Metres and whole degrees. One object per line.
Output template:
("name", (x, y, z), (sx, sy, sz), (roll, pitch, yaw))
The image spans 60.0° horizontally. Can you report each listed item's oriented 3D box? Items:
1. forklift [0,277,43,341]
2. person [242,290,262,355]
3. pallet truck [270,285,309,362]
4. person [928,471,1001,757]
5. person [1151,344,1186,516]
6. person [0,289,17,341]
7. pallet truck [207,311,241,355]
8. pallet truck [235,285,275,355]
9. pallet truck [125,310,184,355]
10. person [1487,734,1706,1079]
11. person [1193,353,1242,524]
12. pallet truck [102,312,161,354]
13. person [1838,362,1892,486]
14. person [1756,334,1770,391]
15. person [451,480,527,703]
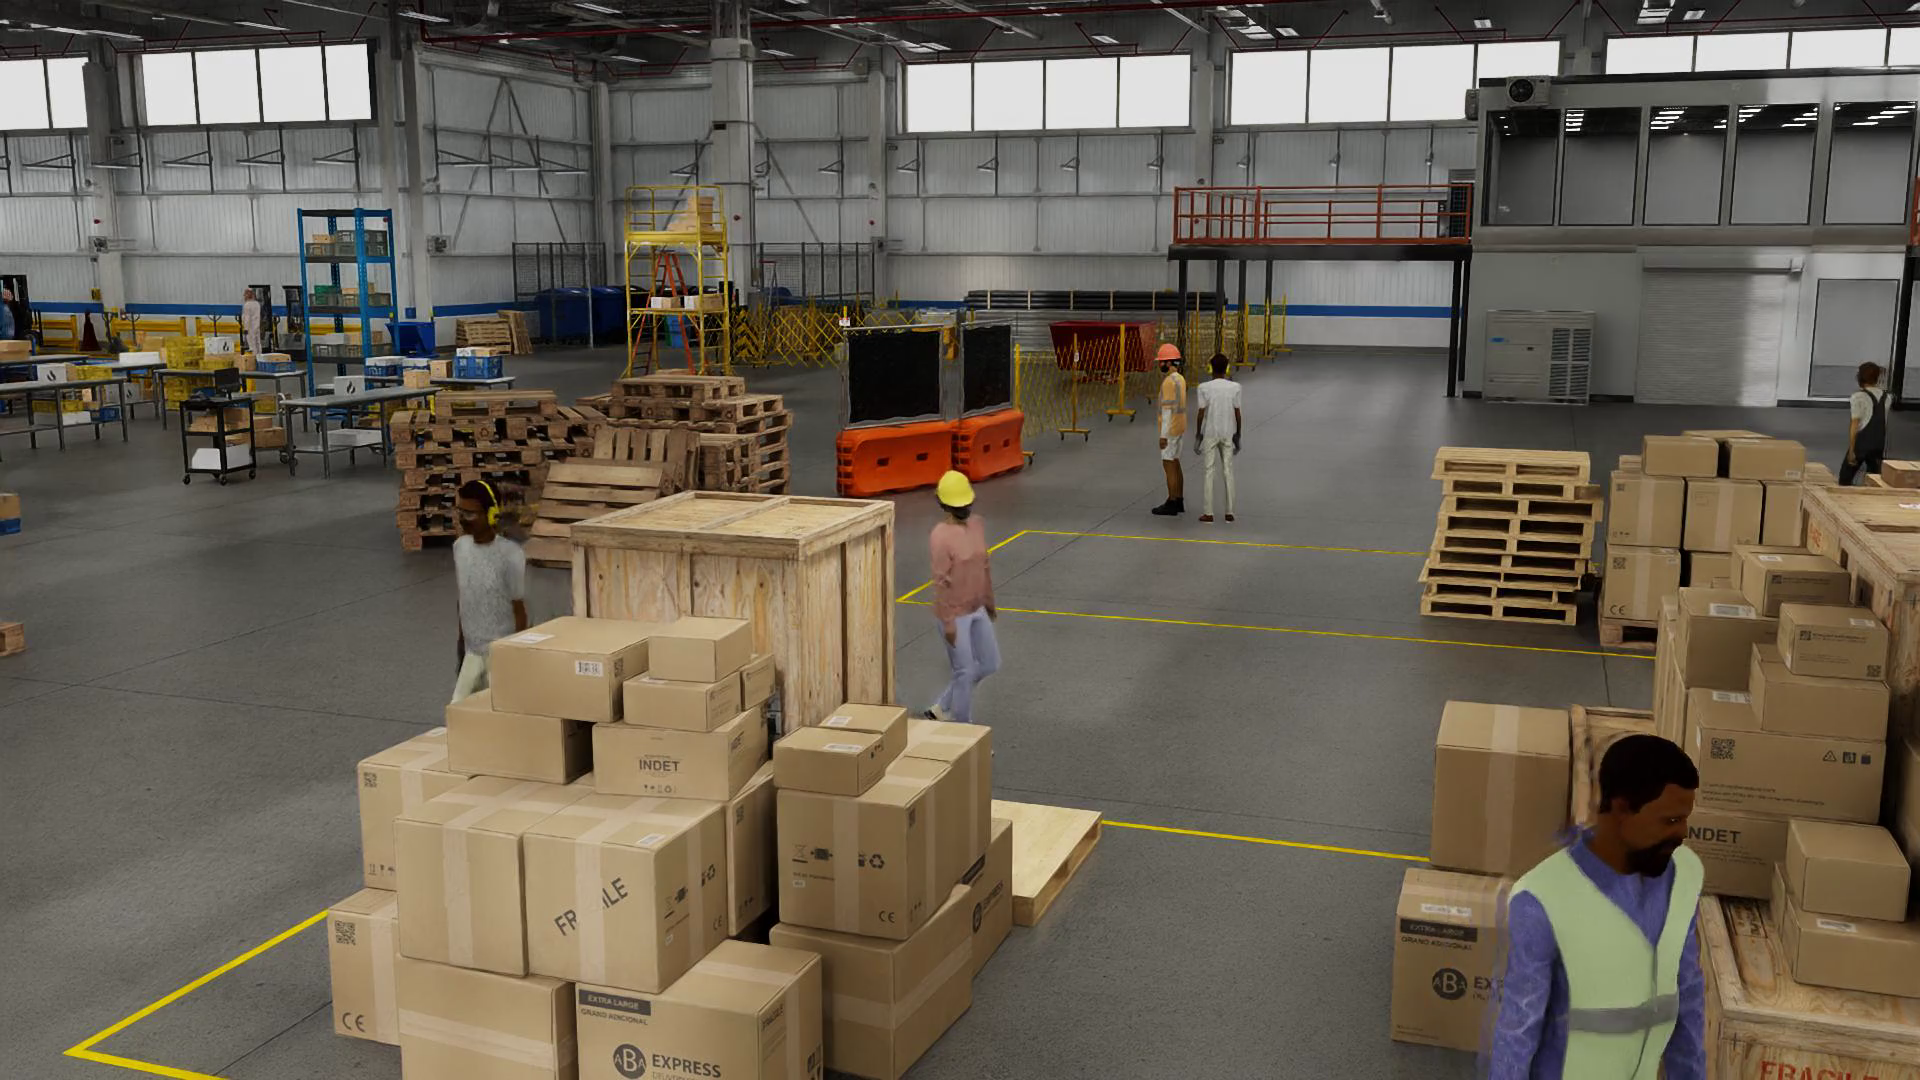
("forklift", (-27.151, -6.329, 46.328), (1.157, 1.987, 2.680), (3, 11, 17))
("person", (-17.923, -5.367, 42.041), (0.410, 1.909, 0.642), (1, 10, 5))
("pallet truck", (-17.147, -5.700, 43.663), (0.823, 1.965, 1.885), (3, 11, 17))
("person", (-0.005, 0.431, 9.865), (0.464, 1.733, 0.576), (6, 12, 32))
("person", (2.353, -1.239, 18.753), (0.383, 1.929, 0.538), (4, 11, 19))
("person", (-21.687, -4.698, 37.946), (0.440, 2.020, 0.633), (-4, 11, -23))
("pallet truck", (-19.537, -5.575, 44.913), (0.653, 1.274, 1.630), (3, 11, 19))
("pallet truck", (-18.327, -5.835, 44.421), (0.823, 1.965, 1.885), (4, 11, 23))
("pallet truck", (-22.038, -5.665, 45.457), (0.704, 1.261, 1.522), (3, 11, 17))
("person", (1.536, 1.367, 4.196), (0.599, 1.886, 0.795), (-6, 12, -32))
("person", (2.817, -1.107, 18.173), (0.533, 1.864, 0.311), (-1, 10, -4))
("pallet truck", (-23.057, -5.777, 46.261), (0.680, 1.201, 1.601), (3, 11, 19))
("person", (9.456, -0.963, 17.504), (0.536, 1.805, 0.894), (-2, 10, -12))
("person", (15.508, -3.478, 32.144), (0.270, 1.632, 0.508), (-2, 10, -14))
("person", (-2.444, 0.597, 8.605), (0.553, 1.854, 0.423), (6, 12, 32))
